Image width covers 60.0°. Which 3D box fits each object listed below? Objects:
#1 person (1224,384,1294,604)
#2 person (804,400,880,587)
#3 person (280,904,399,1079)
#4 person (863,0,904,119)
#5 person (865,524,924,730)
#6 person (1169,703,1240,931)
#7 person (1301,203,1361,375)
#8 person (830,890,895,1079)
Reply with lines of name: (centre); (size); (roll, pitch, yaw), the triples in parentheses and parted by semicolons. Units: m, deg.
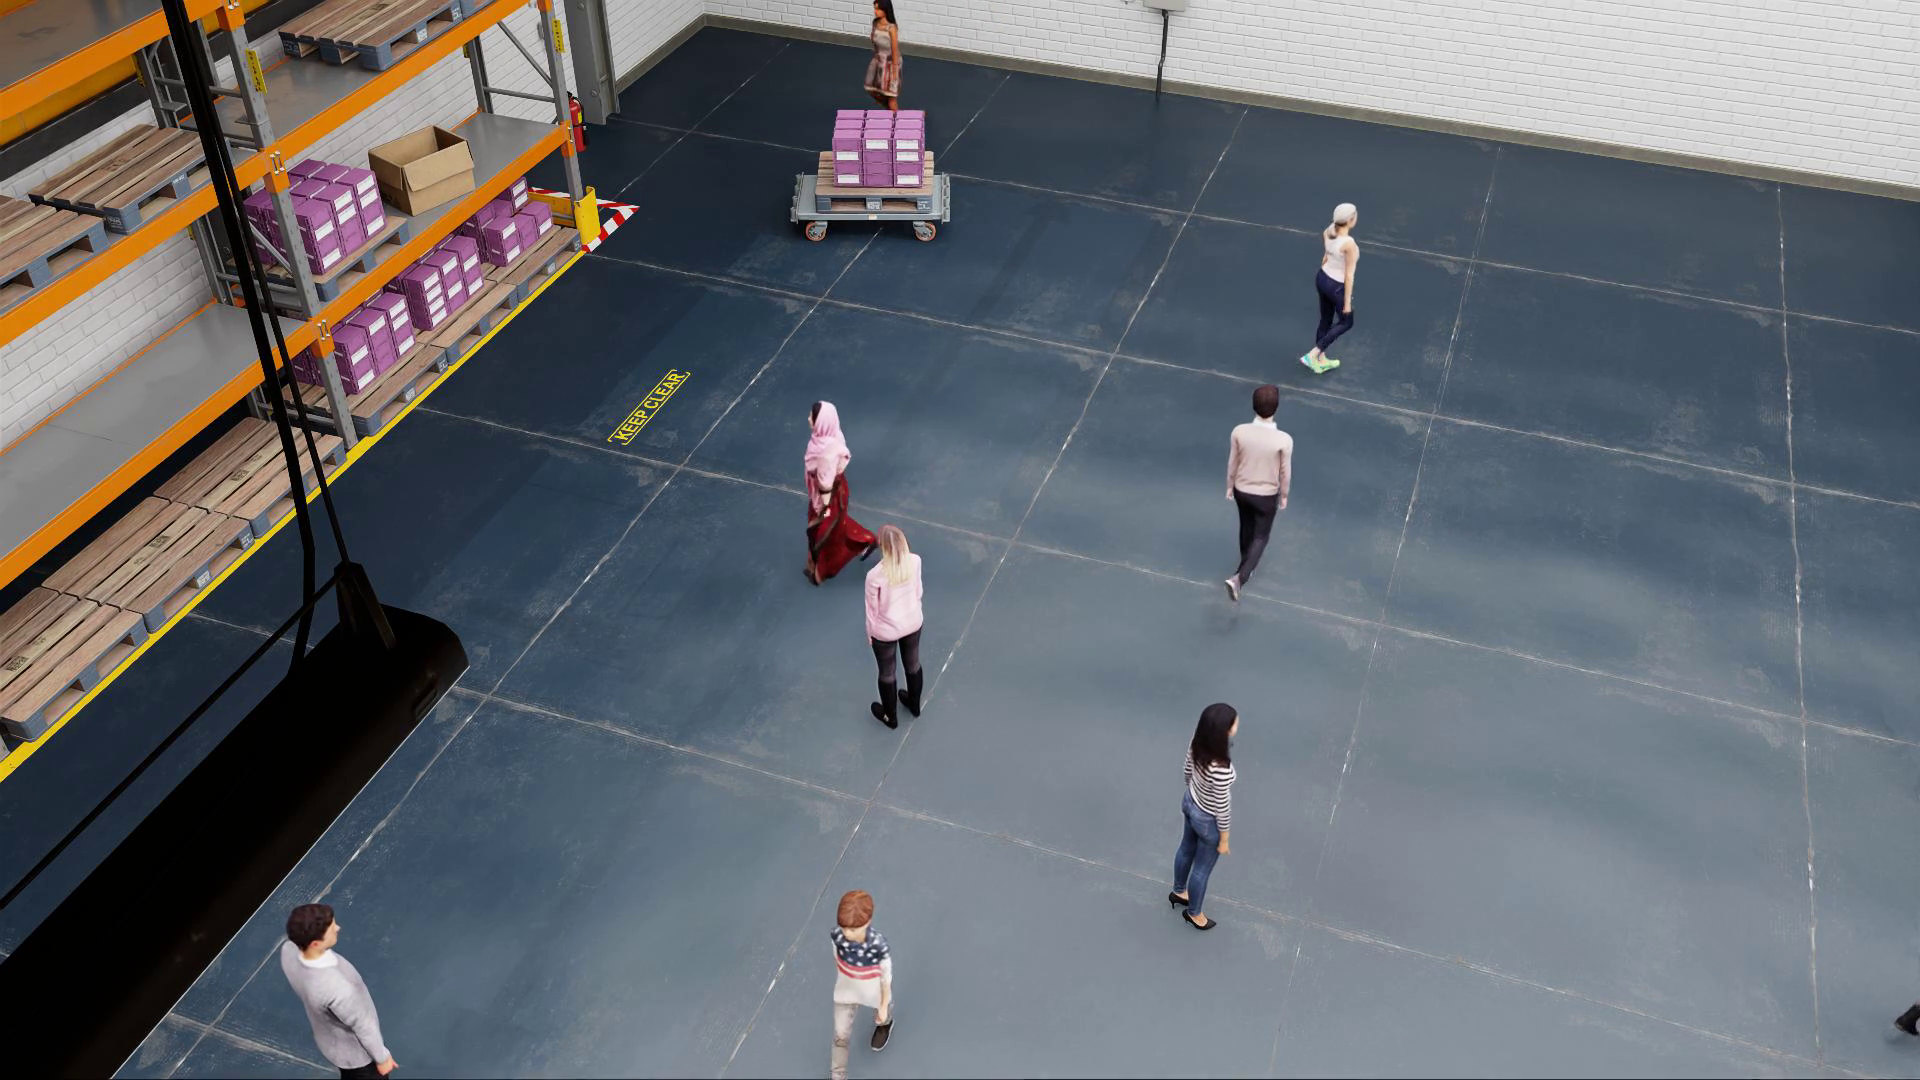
person: (2.206, -0.326, 12.437); (0.706, 1.793, 1.064); (17, 42, 20)
person: (-0.919, -0.367, 12.618); (0.884, 1.631, 0.879); (-2, 39, -2)
person: (-3.204, 2.587, 8.687); (0.815, 1.920, 0.757); (27, 46, 29)
person: (-0.762, -5.412, 18.932); (0.768, 1.635, 0.833); (32, 48, 33)
person: (-0.429, 0.584, 11.382); (0.665, 1.687, 0.741); (-20, 43, -23)
person: (1.465, 1.654, 9.956); (0.725, 1.795, 0.636); (-12, 40, -14)
person: (3.270, -2.205, 14.867); (0.875, 1.697, 0.814); (-16, 41, -19)
person: (-0.510, 2.431, 9.300); (0.563, 1.400, 0.942); (10, 40, 12)
